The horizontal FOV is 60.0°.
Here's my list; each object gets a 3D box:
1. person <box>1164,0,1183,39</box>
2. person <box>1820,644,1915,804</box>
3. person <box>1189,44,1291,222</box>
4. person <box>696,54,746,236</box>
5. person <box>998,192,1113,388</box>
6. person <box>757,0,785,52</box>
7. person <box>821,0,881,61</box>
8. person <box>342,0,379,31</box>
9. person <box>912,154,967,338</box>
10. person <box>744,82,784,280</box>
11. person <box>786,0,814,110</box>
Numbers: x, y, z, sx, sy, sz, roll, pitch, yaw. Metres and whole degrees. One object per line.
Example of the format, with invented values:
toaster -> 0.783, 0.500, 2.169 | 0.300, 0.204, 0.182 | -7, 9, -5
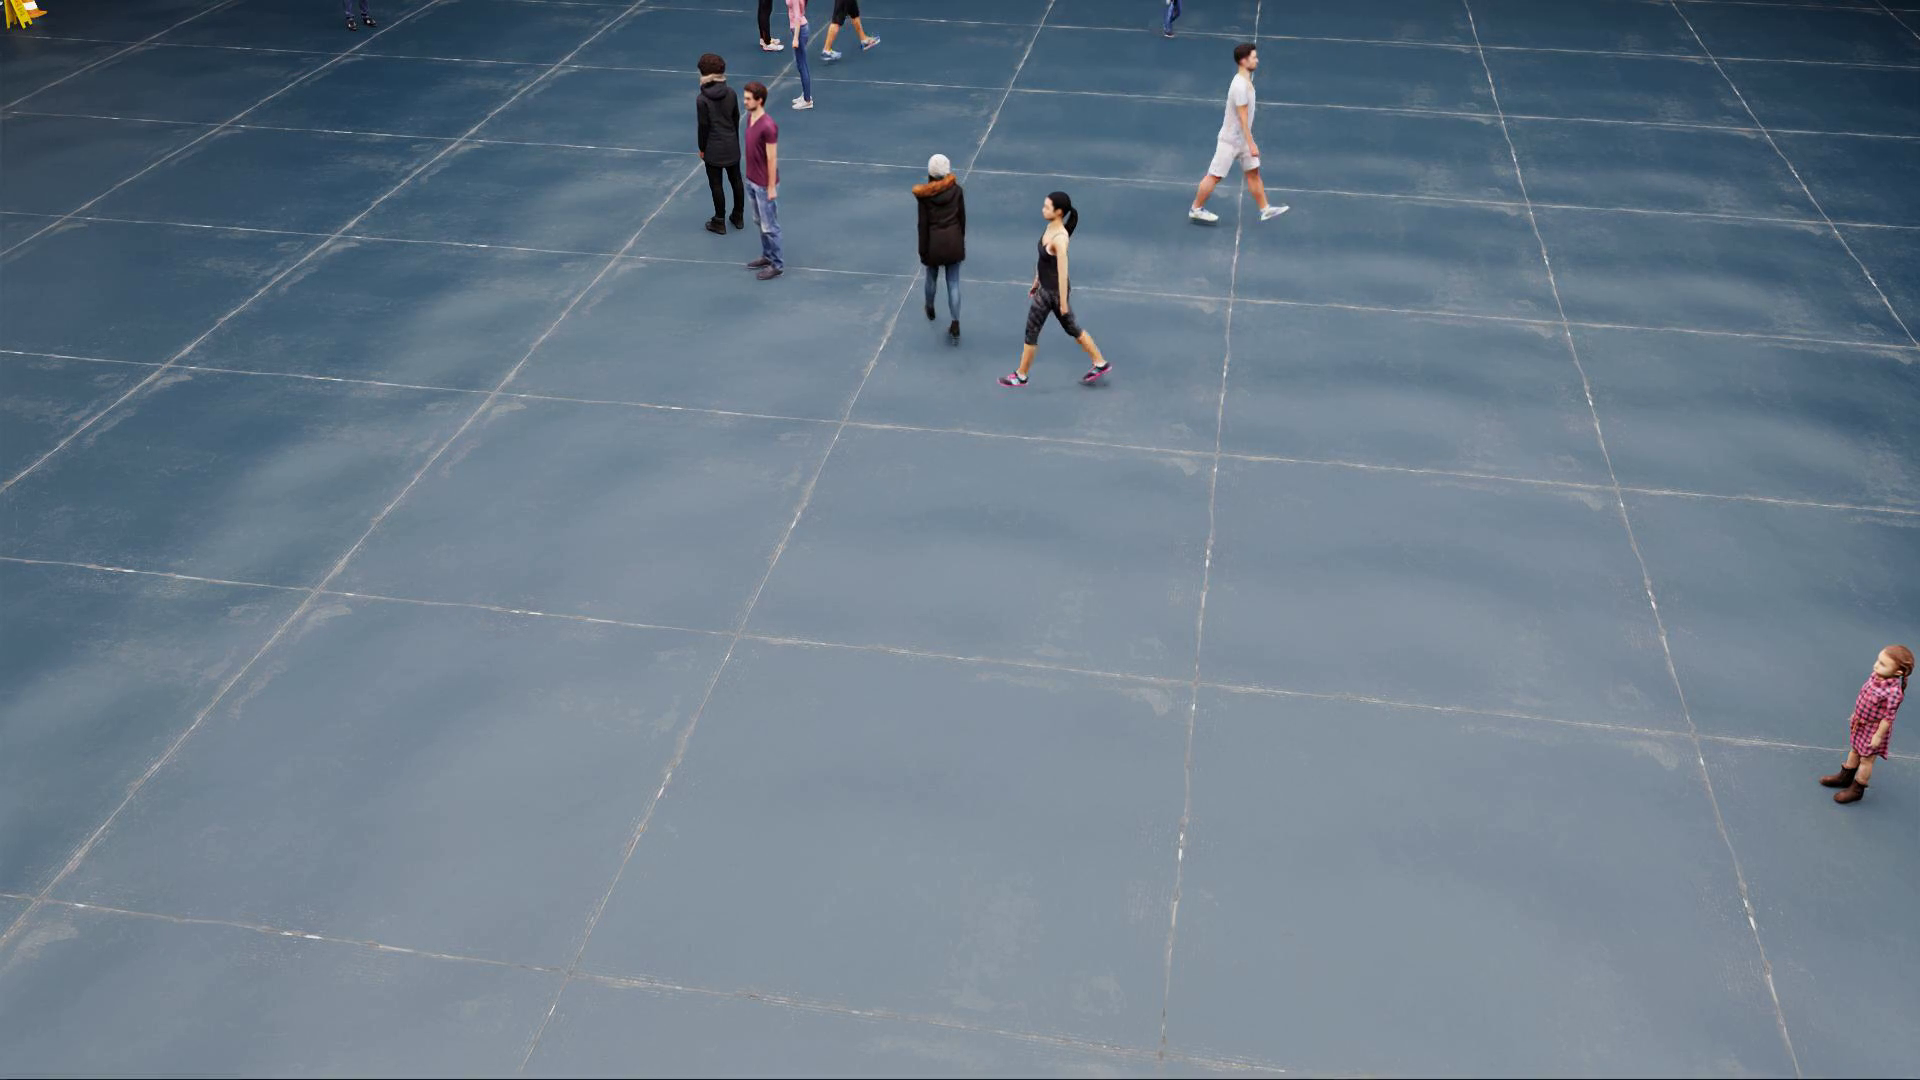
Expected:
person -> 2.867, -7.453, 22.716 | 0.545, 1.109, 0.601 | -24, 39, -33
person -> 5.140, 1.024, 9.360 | 0.487, 1.022, 0.463 | -1, 32, -2
person -> 2.648, -3.995, 16.591 | 1.262, 1.795, 0.791 | 9, 33, 14
person -> -2.366, -3.917, 16.487 | 0.728, 1.774, 0.788 | -20, 38, -29
person -> 0.868, -2.002, 13.540 | 1.224, 1.680, 0.728 | -1, 32, -1
person -> -2.586, -7.423, 22.055 | 0.678, 1.764, 0.703 | -6, 33, -9
person -> -1.559, -7.100, 21.502 | 1.225, 1.807, 1.194 | -22, 38, -31
person -> -8.437, -8.035, 22.929 | 0.708, 1.867, 0.747 | -25, 40, -34
person -> -0.119, -2.534, 14.453 | 1.033, 1.606, 0.912 | -6, 33, -9
person -> -1.838, -3.388, 15.576 | 0.774, 1.851, 0.745 | -16, 35, -23
person -> -1.926, -6.061, 19.916 | 0.537, 1.742, 0.599 | 0, 32, 0
